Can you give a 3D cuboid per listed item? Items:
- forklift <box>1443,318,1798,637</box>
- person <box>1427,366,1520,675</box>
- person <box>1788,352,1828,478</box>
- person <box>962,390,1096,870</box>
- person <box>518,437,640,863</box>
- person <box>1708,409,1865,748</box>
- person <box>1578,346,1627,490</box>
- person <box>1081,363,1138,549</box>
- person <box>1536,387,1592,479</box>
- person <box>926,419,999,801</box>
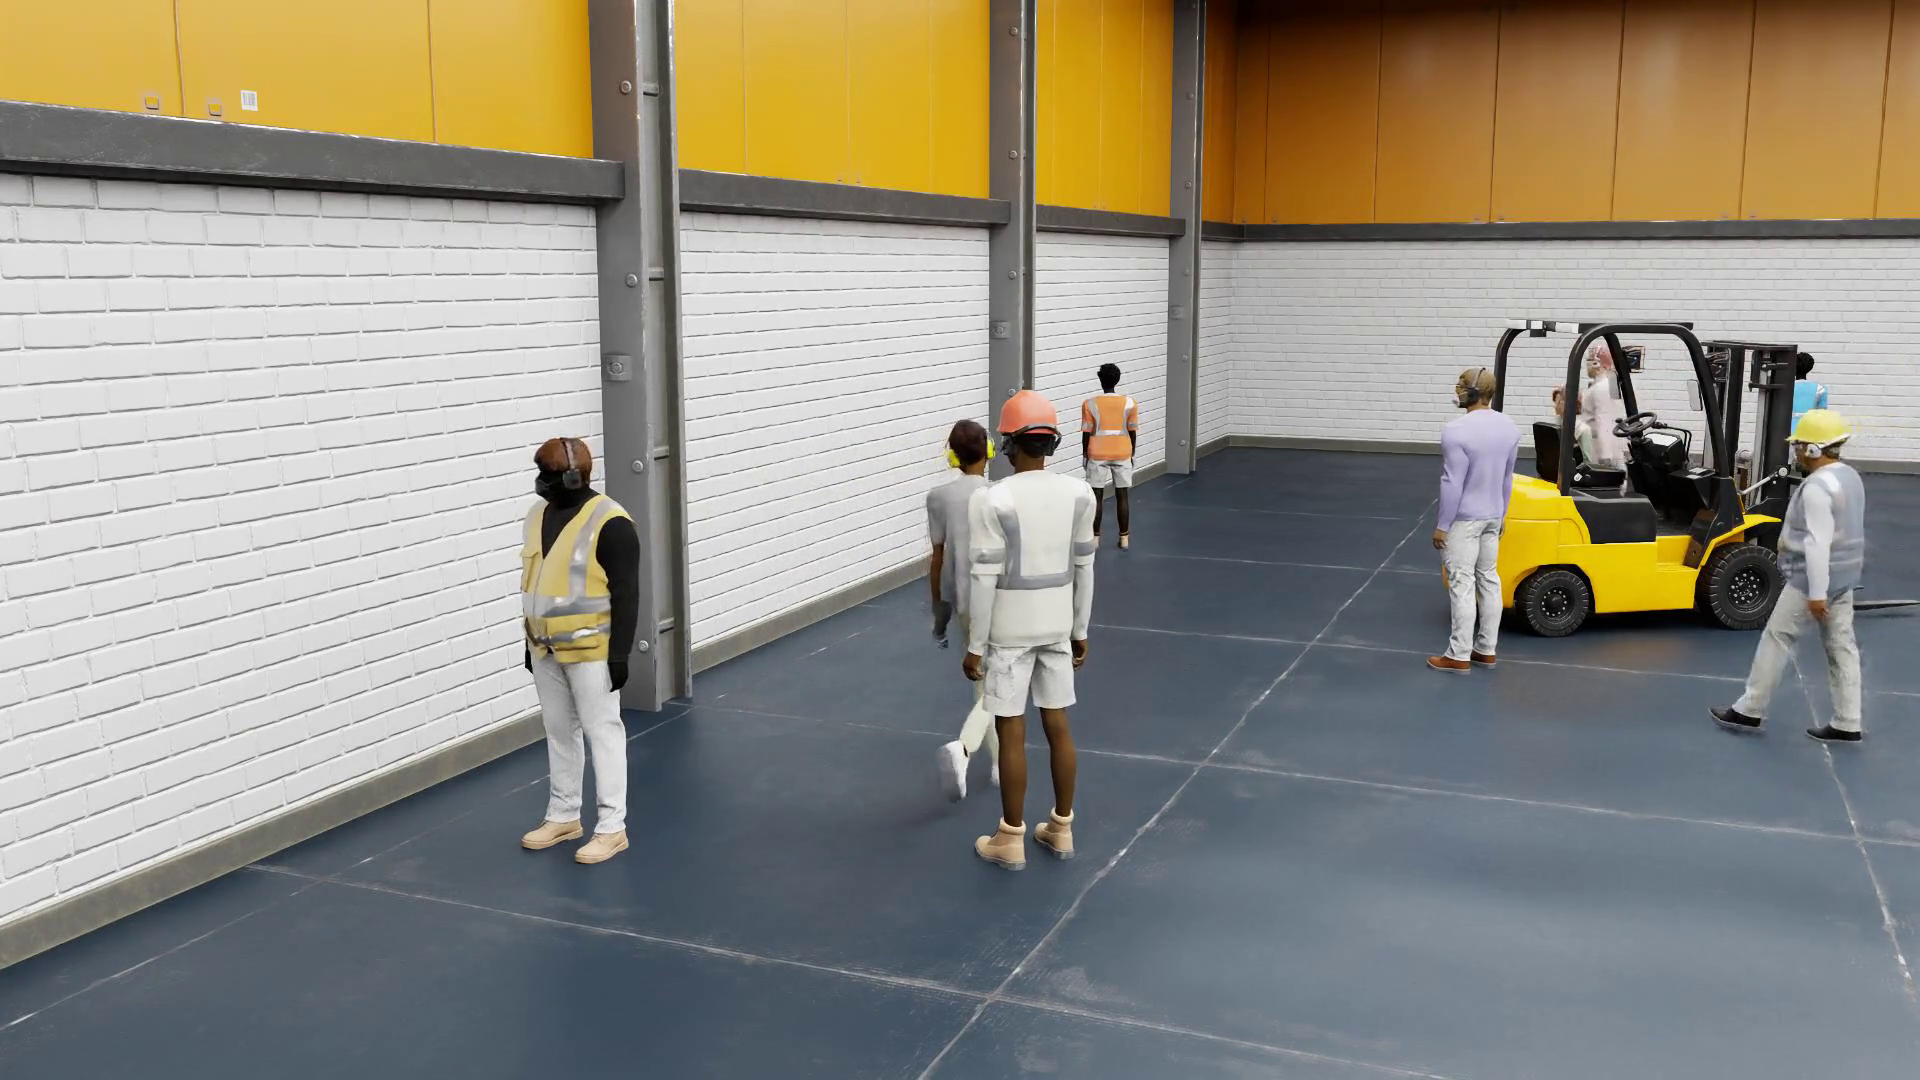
[{"bbox_3d":[4.706,-0.497,11.990,2.313,2.155,1.214,-2,10,-10],"label":"forklift"},{"bbox_3d":[3.225,-0.122,10.482,0.635,1.939,0.359,-6,11,-33],"label":"person"},{"bbox_3d":[8.455,-1.043,16.801,0.535,1.697,0.318,1,9,8],"label":"person"},{"bbox_3d":[0.281,0.383,7.114,0.615,2.042,0.376,-5,11,-29],"label":"person"},{"bbox_3d":[-1.676,0.469,7.204,0.636,1.841,0.429,6,11,34],"label":"person"},{"bbox_3d":[4.531,0.193,8.993,0.590,1.794,0.852,-8,12,-39],"label":"person"},{"bbox_3d":[5.768,-0.829,15.062,1.031,1.845,0.645,6,11,34],"label":"person"},{"bbox_3d":[1.350,-0.753,15.066,0.531,1.694,0.320,-1,9,-4],"label":"person"},{"bbox_3d":[4.919,-0.441,13.421,0.755,1.609,0.512,-3,10,-17],"label":"person"},{"bbox_3d":[0.078,0.334,8.036,0.567,1.828,0.794,4,10,23],"label":"person"}]
